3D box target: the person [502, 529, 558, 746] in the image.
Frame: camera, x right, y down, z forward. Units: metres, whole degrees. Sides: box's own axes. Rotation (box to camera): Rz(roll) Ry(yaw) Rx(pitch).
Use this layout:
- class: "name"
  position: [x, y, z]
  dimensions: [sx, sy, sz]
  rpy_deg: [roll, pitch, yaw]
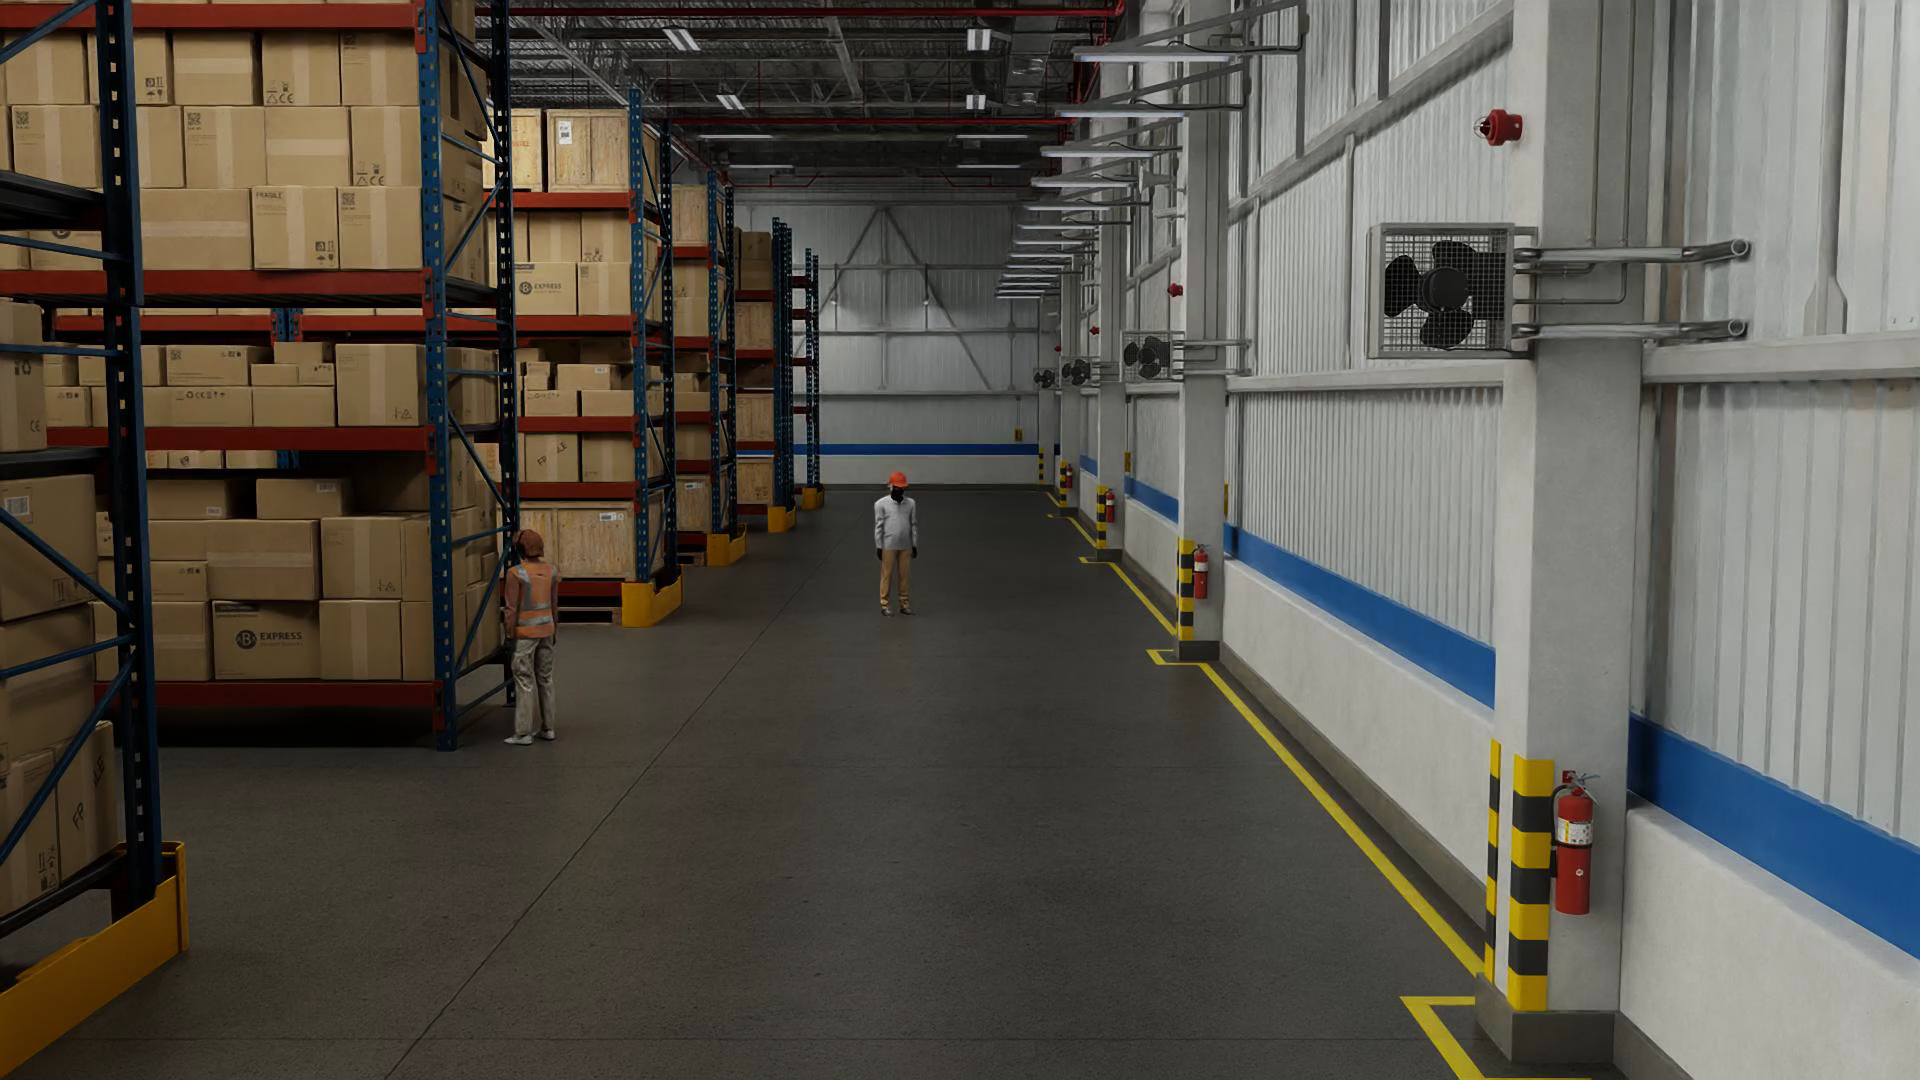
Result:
- class: "person"
  position: [-3.237, 0.733, 12.583]
  dimensions: [0.314, 1.632, 0.525]
  rpy_deg: [3, 6, 29]

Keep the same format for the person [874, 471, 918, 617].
- class: "person"
  position: [-0.750, 0.049, 19.880]
  dimensions: [0.568, 1.744, 0.351]
  rpy_deg: [-3, 6, -29]
